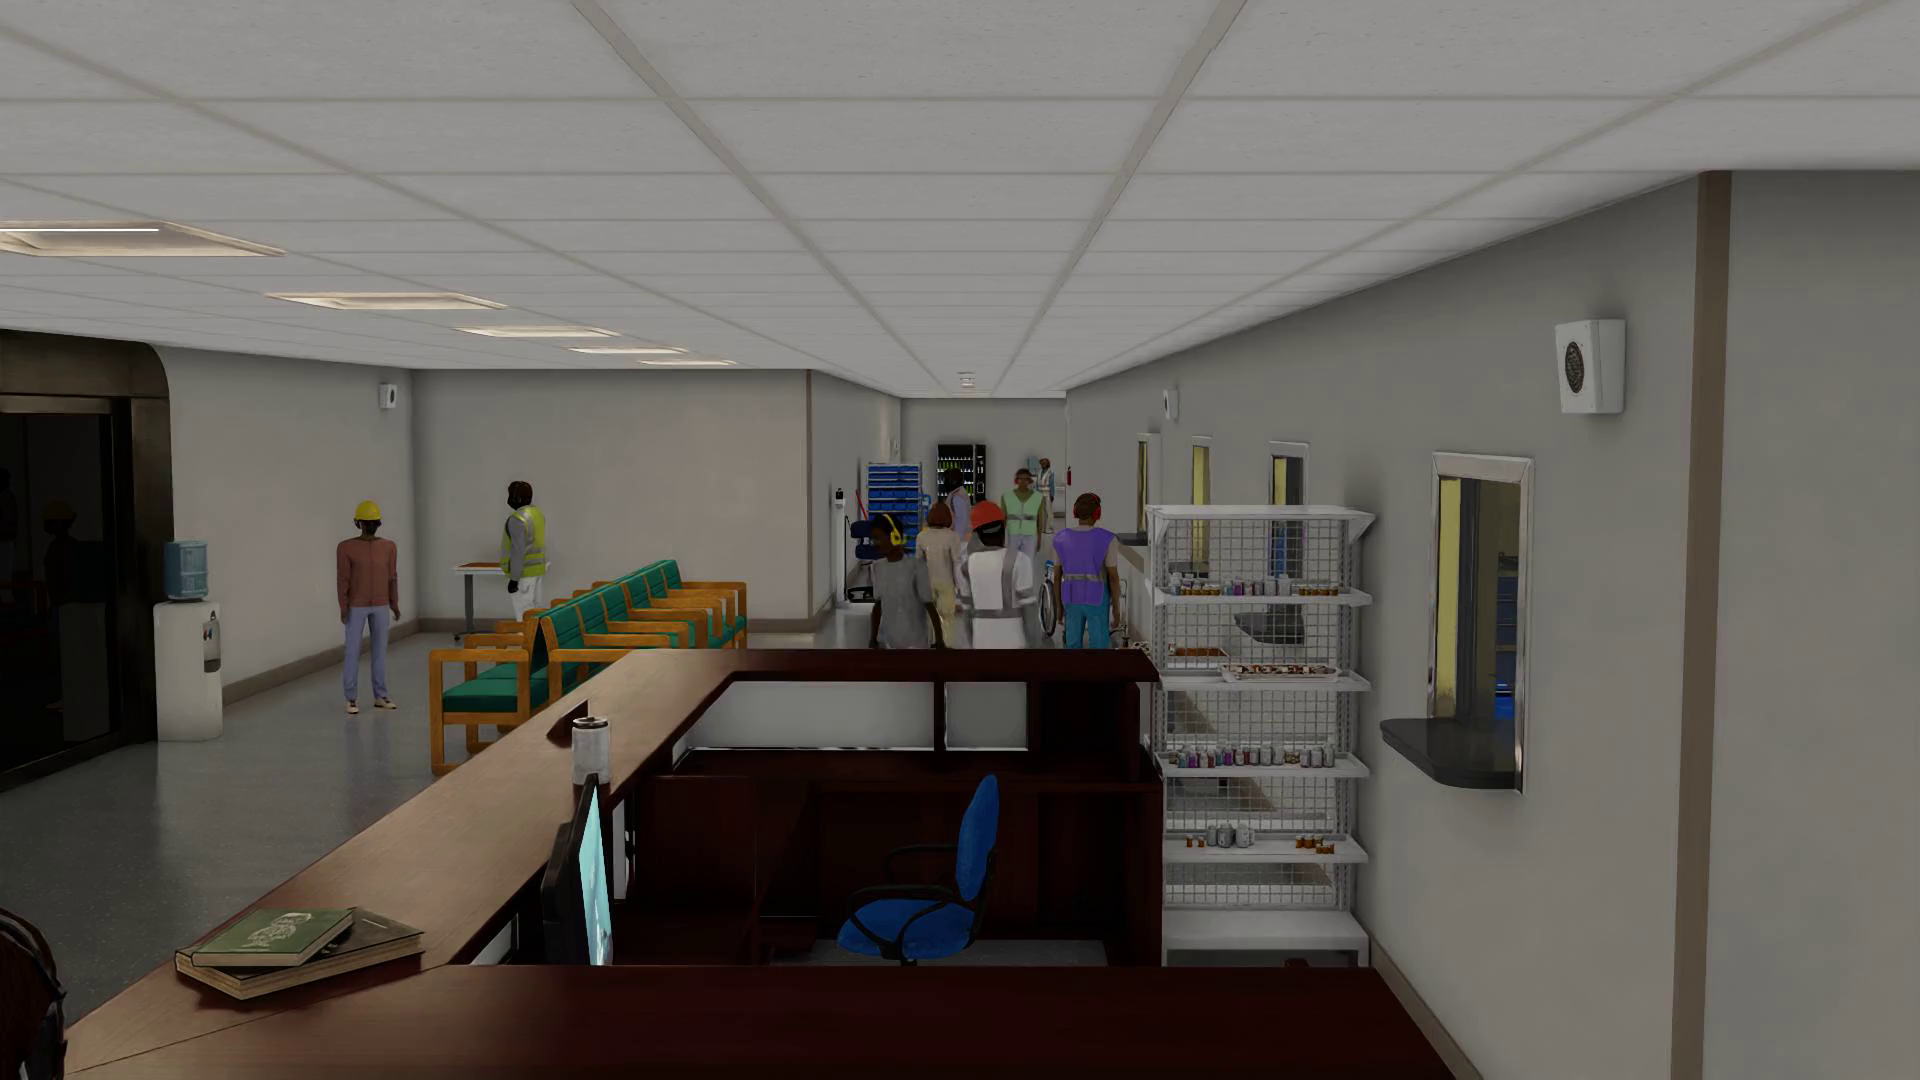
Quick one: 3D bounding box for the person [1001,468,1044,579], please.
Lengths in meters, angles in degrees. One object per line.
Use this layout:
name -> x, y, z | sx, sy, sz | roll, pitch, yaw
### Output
person -> 0.811, -0.047, 21.928 | 0.571, 1.821, 0.737 | 0, 4, 0

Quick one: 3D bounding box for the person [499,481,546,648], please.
person -> -4.283, 0.340, 16.285 | 0.430, 1.845, 0.624 | 0, 4, 7

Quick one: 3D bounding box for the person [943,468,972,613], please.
person -> -0.062, 0.006, 21.020 | 0.430, 1.838, 0.624 | 0, 4, -3

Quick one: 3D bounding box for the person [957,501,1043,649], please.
person -> 0.257, 0.701, 10.840 | 0.618, 1.907, 0.508 | 3, 5, 34

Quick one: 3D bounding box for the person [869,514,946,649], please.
person -> -0.371, 0.726, 11.158 | 1.008, 1.796, 0.588 | -4, 6, -44

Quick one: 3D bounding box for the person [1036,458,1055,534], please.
person -> 1.846, -0.947, 35.807 | 0.311, 1.634, 0.525 | -3, 5, -37

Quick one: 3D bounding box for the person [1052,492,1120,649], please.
person -> 1.020, 0.540, 13.459 | 0.564, 1.846, 0.390 | 2, 4, 24

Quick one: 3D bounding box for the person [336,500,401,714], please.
person -> -4.921, 0.551, 13.851 | 0.523, 1.769, 0.321 | -4, 5, -42

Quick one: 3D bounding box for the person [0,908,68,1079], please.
person -> -1.193, 1.362, 2.024 | 0.626, 1.837, 0.429 | -2, 5, -28

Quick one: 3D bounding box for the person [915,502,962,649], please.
person -> -0.198, 0.447, 16.221 | 0.499, 1.634, 0.285 | 2, 5, 29
